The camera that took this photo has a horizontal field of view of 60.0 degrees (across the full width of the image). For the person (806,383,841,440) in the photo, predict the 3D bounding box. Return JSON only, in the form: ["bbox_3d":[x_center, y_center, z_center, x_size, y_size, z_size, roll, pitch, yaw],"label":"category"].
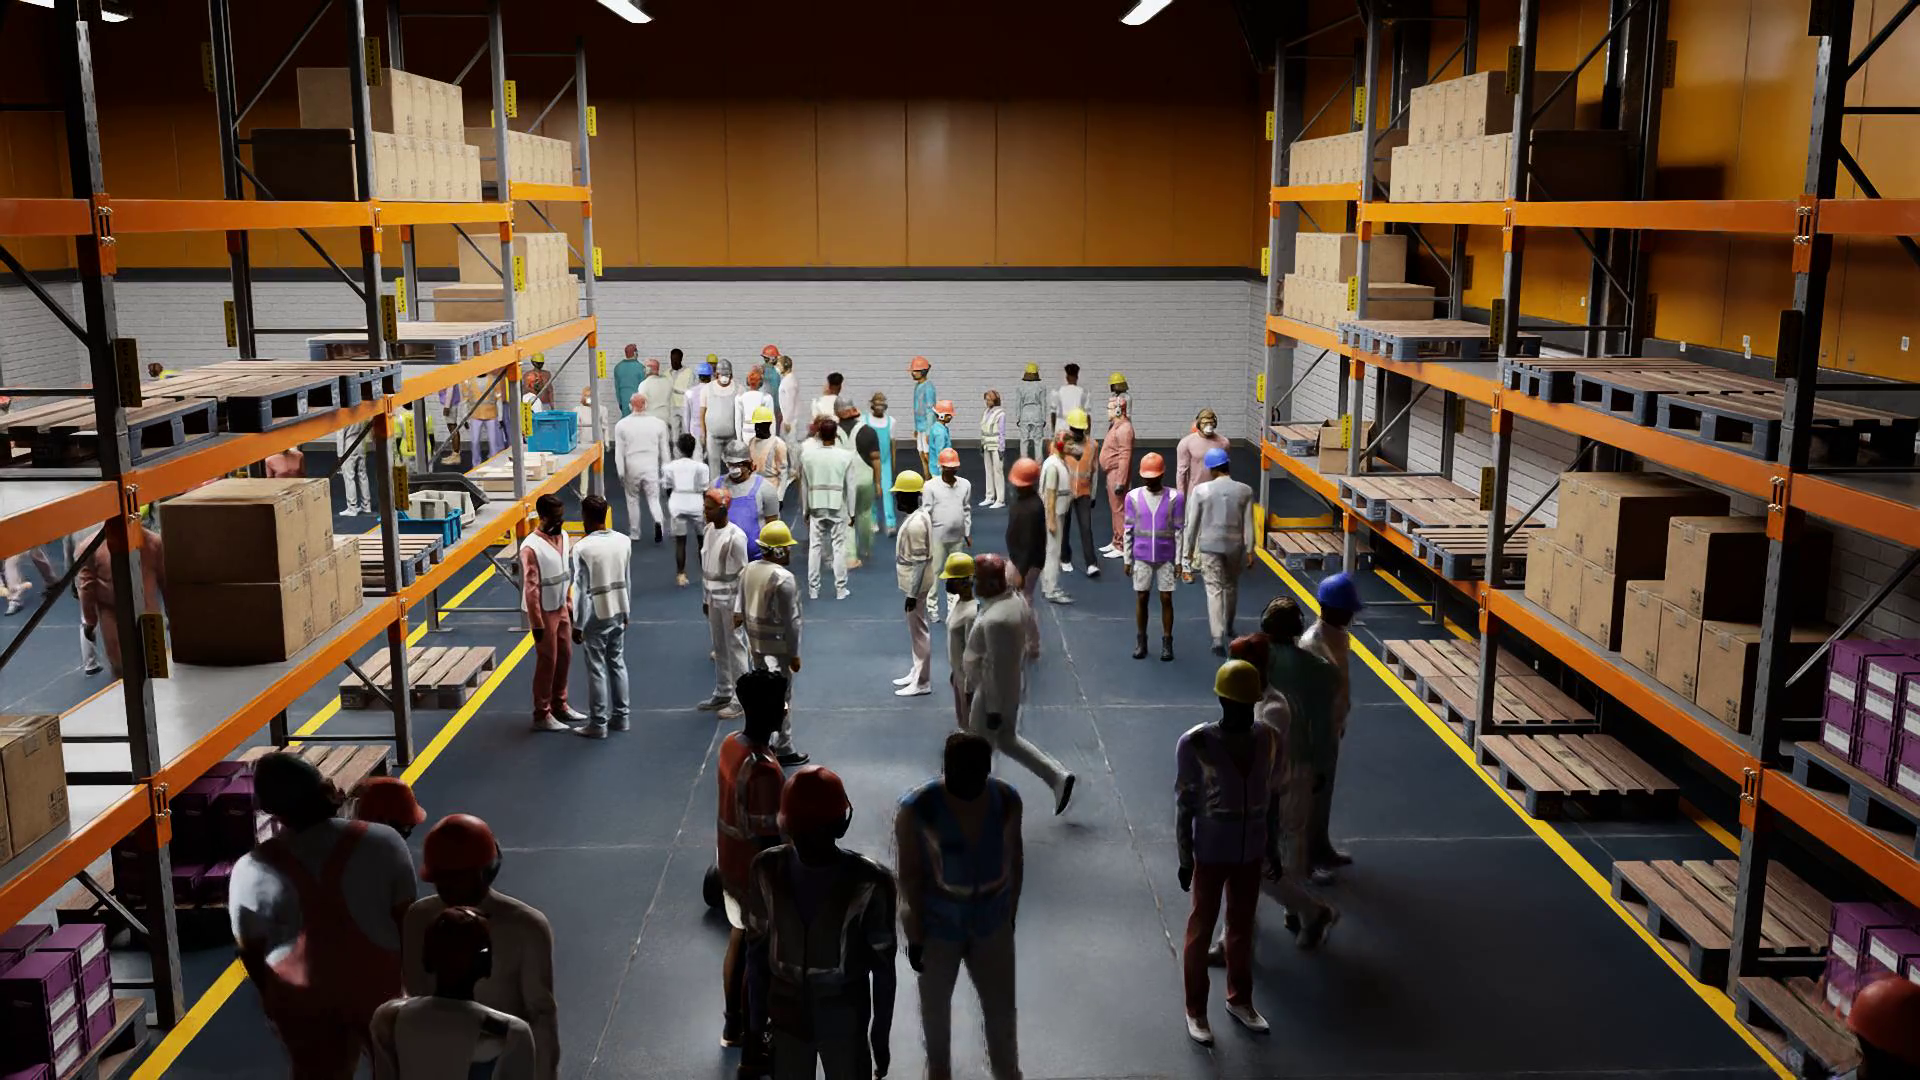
[{"bbox_3d":[-1.973,-1.523,24.322,0.589,1.610,0.357,2,12,12],"label":"person"}]

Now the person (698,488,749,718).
[{"bbox_3d":[-1.916,0.503,13.506,0.337,1.882,0.584,-9,14,-38],"label":"person"}]

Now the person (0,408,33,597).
[{"bbox_3d":[-10.215,-0.425,17.766,0.536,2.000,0.683,0,11,-2],"label":"person"}]

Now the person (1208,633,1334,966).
[{"bbox_3d":[1.660,1.409,9.008,0.673,1.863,0.601,-2,12,-12],"label":"person"}]

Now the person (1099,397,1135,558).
[{"bbox_3d":[1.847,-0.744,19.699,0.409,1.906,0.652,0,11,-2],"label":"person"}]

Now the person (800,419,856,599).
[{"bbox_3d":[-1.396,-0.324,17.601,0.593,1.909,0.408,1,11,7],"label":"person"}]

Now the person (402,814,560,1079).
[{"bbox_3d":[-1.758,1.936,6.073,0.618,1.986,0.408,3,12,15],"label":"person"}]

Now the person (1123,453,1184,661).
[{"bbox_3d":[1.763,0.151,15.184,0.549,1.924,0.389,2,11,11],"label":"person"}]

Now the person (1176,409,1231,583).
[{"bbox_3d":[2.682,-0.489,18.340,0.635,1.937,0.353,-3,12,-17],"label":"person"}]

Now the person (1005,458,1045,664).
[{"bbox_3d":[0.573,0.192,14.945,0.448,1.932,0.701,-3,12,-15],"label":"person"}]

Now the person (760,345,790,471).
[{"bbox_3d":[-2.953,-2.050,26.028,0.376,1.995,0.609,-9,14,-39],"label":"person"}]

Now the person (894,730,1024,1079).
[{"bbox_3d":[0.042,1.752,7.440,0.634,1.808,0.877,-3,12,-16],"label":"person"}]

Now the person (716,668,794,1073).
[{"bbox_3d":[-0.972,1.565,7.990,0.367,1.958,0.608,-5,12,-25],"label":"person"}]

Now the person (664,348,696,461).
[{"bbox_3d":[-4.451,-2.103,26.525,0.586,1.910,0.396,6,13,28],"label":"person"}]

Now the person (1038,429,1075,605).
[{"bbox_3d":[0.998,-0.251,17.422,0.420,1.835,0.560,3,12,13],"label":"person"}]

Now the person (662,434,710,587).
[{"bbox_3d":[-2.985,-0.326,18.180,0.556,1.673,0.565,1,11,5],"label":"person"}]

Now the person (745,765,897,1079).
[{"bbox_3d":[-0.543,1.843,6.387,0.605,2.044,0.375,3,12,14],"label":"person"}]

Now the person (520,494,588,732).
[{"bbox_3d":[-3.248,0.568,13.139,0.404,1.906,0.598,3,12,14],"label":"person"}]

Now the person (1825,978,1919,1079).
[{"bbox_3d":[2.752,2.212,4.890,0.548,1.907,0.842,-7,13,-30],"label":"person"}]

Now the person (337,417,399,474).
[{"bbox_3d":[-9.247,-1.973,25.991,0.995,1.871,0.627,-5,12,-24],"label":"person"}]

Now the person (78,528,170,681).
[{"bbox_3d":[-6.482,0.594,13.025,0.670,1.892,0.445,-8,14,-35],"label":"person"}]

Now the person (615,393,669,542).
[{"bbox_3d":[-3.897,-0.870,20.420,0.646,1.877,0.744,-5,12,-22],"label":"person"}]

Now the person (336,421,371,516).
[{"bbox_3d":[-8.225,-1.196,22.406,0.320,1.738,0.486,4,12,21],"label":"person"}]

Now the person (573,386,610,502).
[{"bbox_3d":[-5.193,-1.351,23.435,0.507,1.630,0.268,-3,12,-15],"label":"person"}]

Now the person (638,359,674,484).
[{"bbox_3d":[-4.541,-1.738,24.690,0.407,1.905,0.655,8,14,35],"label":"person"}]

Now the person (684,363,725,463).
[{"bbox_3d":[-3.598,-1.539,23.589,0.616,1.942,0.408,2,12,11],"label":"person"}]

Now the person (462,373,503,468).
[{"bbox_3d":[-7.301,-1.900,25.478,0.587,1.918,0.398,-3,12,-13],"label":"person"}]

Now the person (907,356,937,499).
[{"bbox_3d":[-0.535,-1.596,23.671,0.428,2.032,0.609,-3,12,-16],"label":"person"}]

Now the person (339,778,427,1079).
[{"bbox_3d":[-2.541,1.852,7.201,0.618,1.733,0.578,-5,12,-24],"label":"person"}]

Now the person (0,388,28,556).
[{"bbox_3d":[-11.292,-0.817,19.777,0.447,2.028,0.696,-6,13,-28],"label":"person"}]

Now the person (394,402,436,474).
[{"bbox_3d":[-7.373,-1.193,22.529,0.546,1.667,0.480,-3,12,-16],"label":"person"}]

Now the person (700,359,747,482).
[{"bbox_3d":[-3.311,-1.544,23.372,0.680,2.000,0.535,-1,11,-4],"label":"person"}]

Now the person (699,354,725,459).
[{"bbox_3d":[-4.065,-2.192,27.370,0.487,1.746,0.288,1,11,3],"label":"person"}]

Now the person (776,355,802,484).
[{"bbox_3d":[-2.561,-1.808,24.996,0.380,1.930,0.638,-1,11,-4],"label":"person"}]
